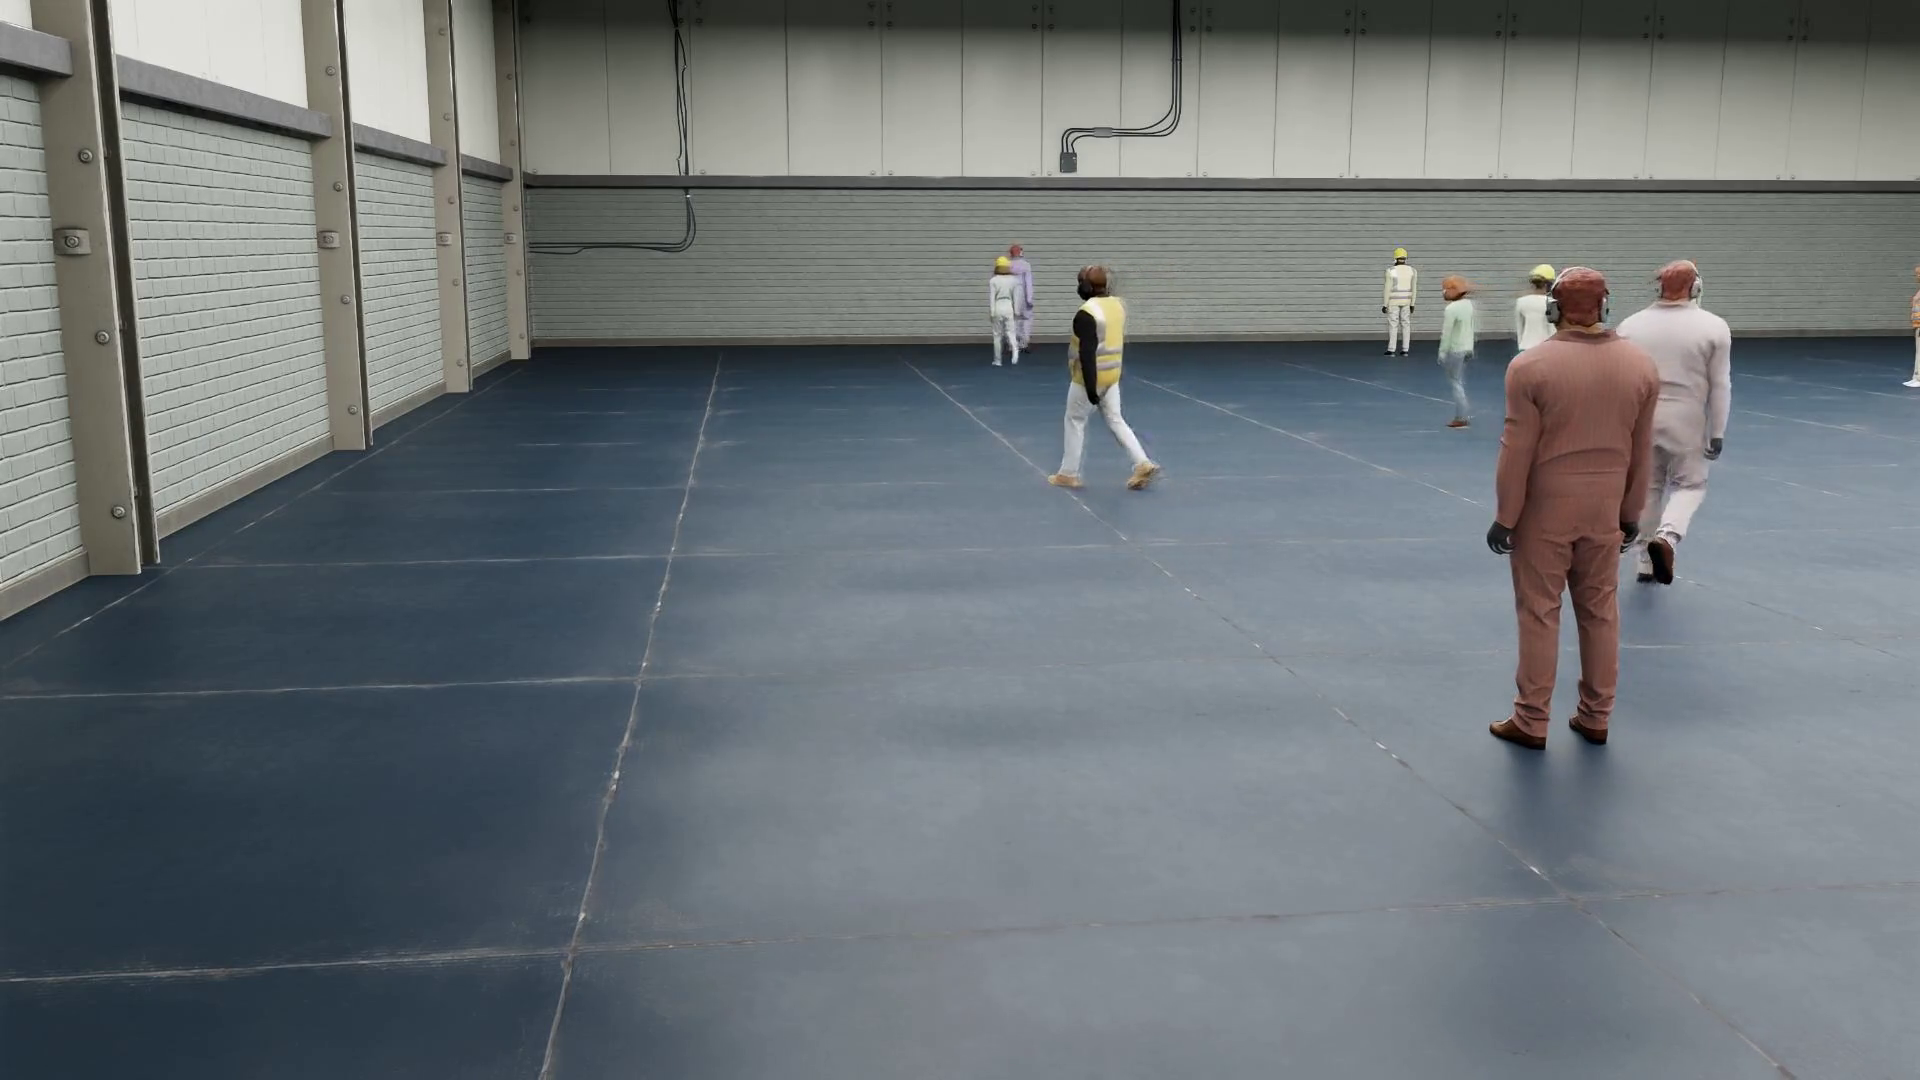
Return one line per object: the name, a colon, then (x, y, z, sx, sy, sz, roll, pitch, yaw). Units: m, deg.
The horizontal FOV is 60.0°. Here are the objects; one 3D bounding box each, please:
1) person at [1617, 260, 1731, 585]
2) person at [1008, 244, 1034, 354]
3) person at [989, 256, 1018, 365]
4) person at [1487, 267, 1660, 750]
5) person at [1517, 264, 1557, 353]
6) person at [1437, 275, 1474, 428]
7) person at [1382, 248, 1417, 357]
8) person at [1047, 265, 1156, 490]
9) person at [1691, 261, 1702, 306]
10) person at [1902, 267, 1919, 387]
person: (4.062, -0.654, 9.574, 0.649, 1.896, 0.617, 8, 13, 39)
person: (1.025, -4.174, 28.841, 0.681, 1.891, 0.557, 7, 12, 32)
person: (0.694, -3.585, 26.090, 0.494, 1.720, 0.688, -4, 11, -20)
person: (2.397, -0.120, 6.601, 0.654, 1.904, 0.406, -2, 11, -12)
person: (5.830, -1.895, 16.755, 0.357, 1.752, 0.522, -8, 13, -37)
person: (5.238, -1.983, 17.580, 0.402, 1.610, 0.524, 9, 14, 42)
person: (7.433, -4.022, 28.195, 0.599, 1.830, 0.404, -3, 11, -14)
person: (1.148, -1.299, 13.349, 0.885, 1.810, 0.621, 8, 13, 37)
person: (11.799, -3.721, 27.064, 0.514, 1.644, 0.307, -1, 10, -6)
person: (12.993, -2.877, 22.453, 0.313, 1.638, 0.513, 5, 11, 23)
